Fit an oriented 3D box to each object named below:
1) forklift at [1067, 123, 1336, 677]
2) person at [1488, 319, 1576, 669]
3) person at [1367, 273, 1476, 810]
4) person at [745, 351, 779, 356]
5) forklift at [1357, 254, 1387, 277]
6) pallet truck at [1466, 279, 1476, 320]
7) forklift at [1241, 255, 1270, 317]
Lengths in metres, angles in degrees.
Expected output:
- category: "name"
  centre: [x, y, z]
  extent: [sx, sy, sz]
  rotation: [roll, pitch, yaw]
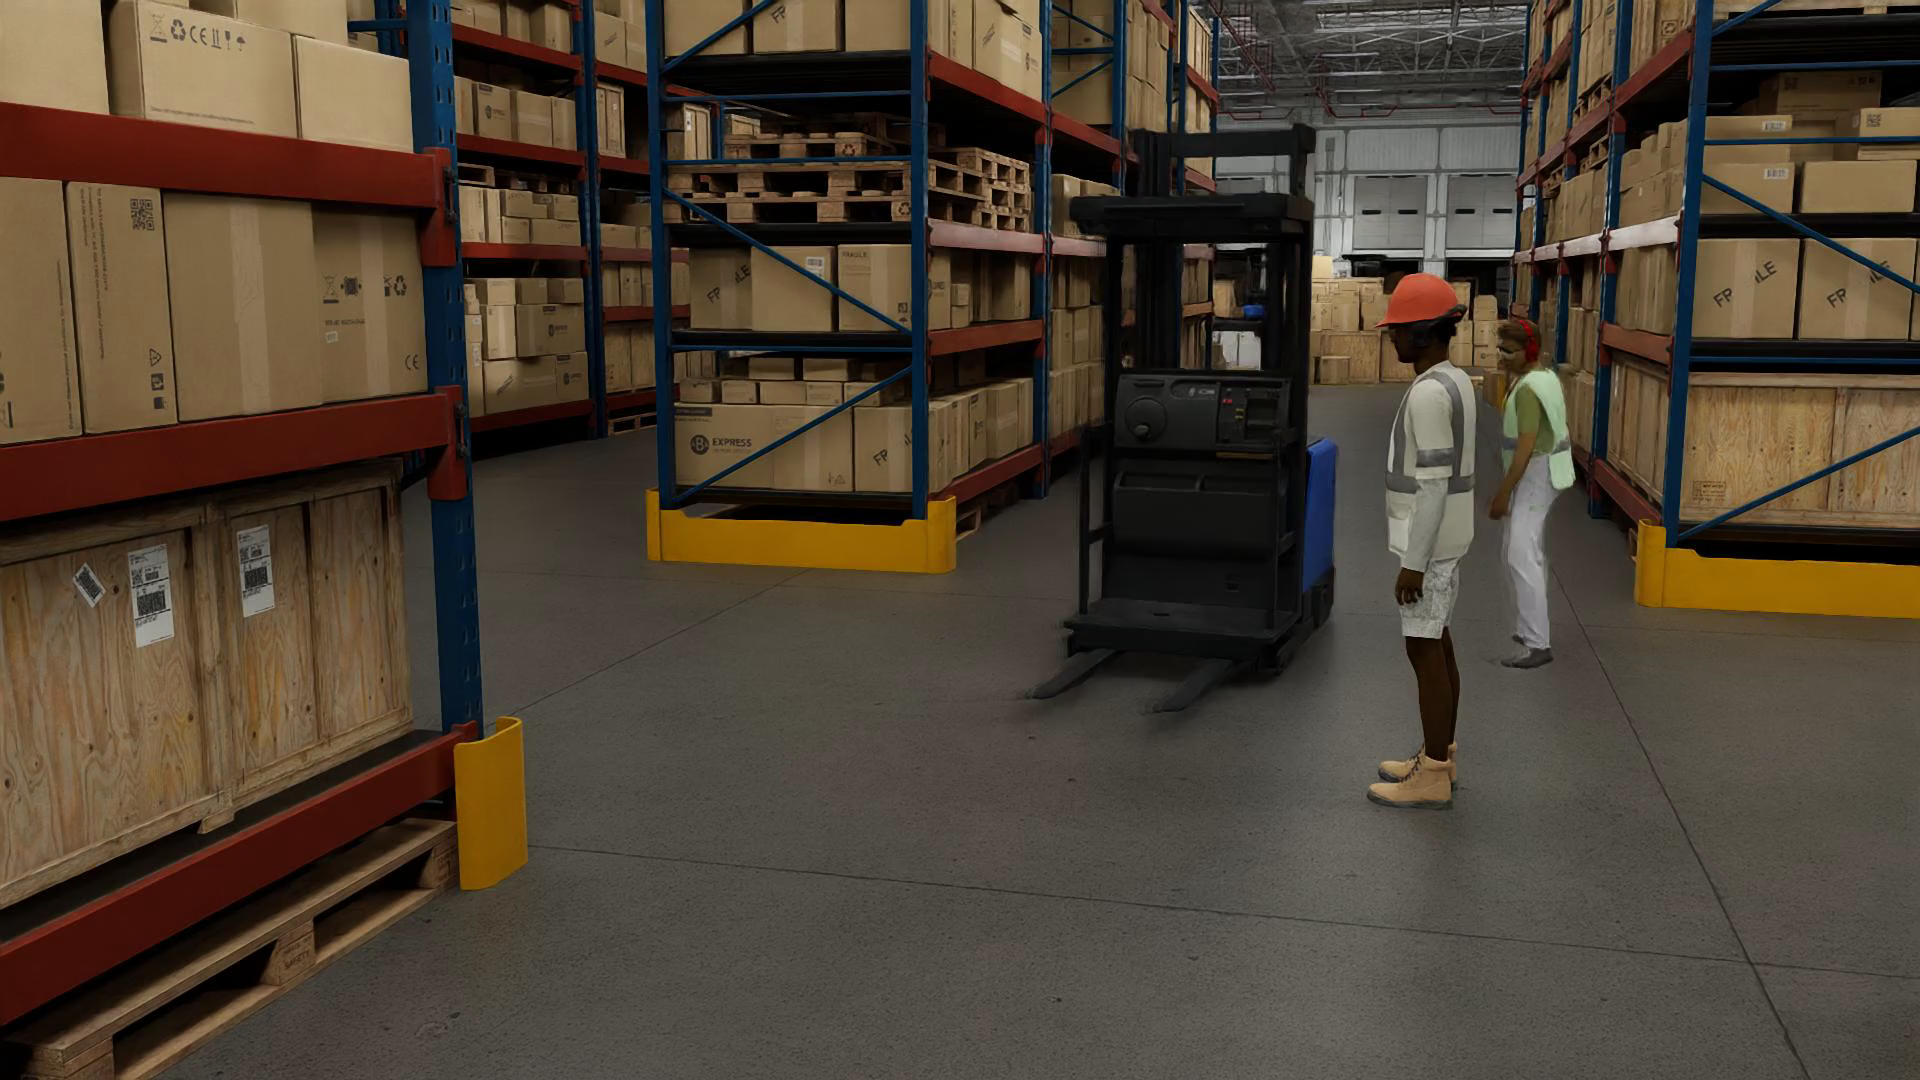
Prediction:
- category: "forklift"
  centre: [1.422, -0.844, 9.136]
  extent: [1.129, 2.768, 1.873]
  rotation: [4, 10, 22]
- category: "person"
  centre: [3.043, -0.258, 8.834]
  extent: [0.417, 1.816, 0.778]
  rotation: [4, 10, 23]
- category: "person"
  centre: [1.756, 0.009, 6.372]
  extent: [0.395, 2.038, 0.614]
  rotation: [4, 10, 24]
- category: "person"
  centre: [-1.958, -1.414, 16.809]
  extent: [0.524, 1.598, 0.859]
  rotation: [2, 9, 15]
- category: "forklift"
  centre: [13.702, -8.146, 55.528]
  extent: [1.129, 2.768, 1.873]
  rotation: [8, 12, 43]
- category: "pallet truck"
  centre: [18.896, -8.459, 60.307]
  extent: [1.885, 1.965, 0.823]
  rotation: [5, 10, 31]
- category: "forklift"
  centre: [10.551, -8.662, 58.805]
  extent: [1.129, 2.768, 1.873]
  rotation: [2, 9, 15]
